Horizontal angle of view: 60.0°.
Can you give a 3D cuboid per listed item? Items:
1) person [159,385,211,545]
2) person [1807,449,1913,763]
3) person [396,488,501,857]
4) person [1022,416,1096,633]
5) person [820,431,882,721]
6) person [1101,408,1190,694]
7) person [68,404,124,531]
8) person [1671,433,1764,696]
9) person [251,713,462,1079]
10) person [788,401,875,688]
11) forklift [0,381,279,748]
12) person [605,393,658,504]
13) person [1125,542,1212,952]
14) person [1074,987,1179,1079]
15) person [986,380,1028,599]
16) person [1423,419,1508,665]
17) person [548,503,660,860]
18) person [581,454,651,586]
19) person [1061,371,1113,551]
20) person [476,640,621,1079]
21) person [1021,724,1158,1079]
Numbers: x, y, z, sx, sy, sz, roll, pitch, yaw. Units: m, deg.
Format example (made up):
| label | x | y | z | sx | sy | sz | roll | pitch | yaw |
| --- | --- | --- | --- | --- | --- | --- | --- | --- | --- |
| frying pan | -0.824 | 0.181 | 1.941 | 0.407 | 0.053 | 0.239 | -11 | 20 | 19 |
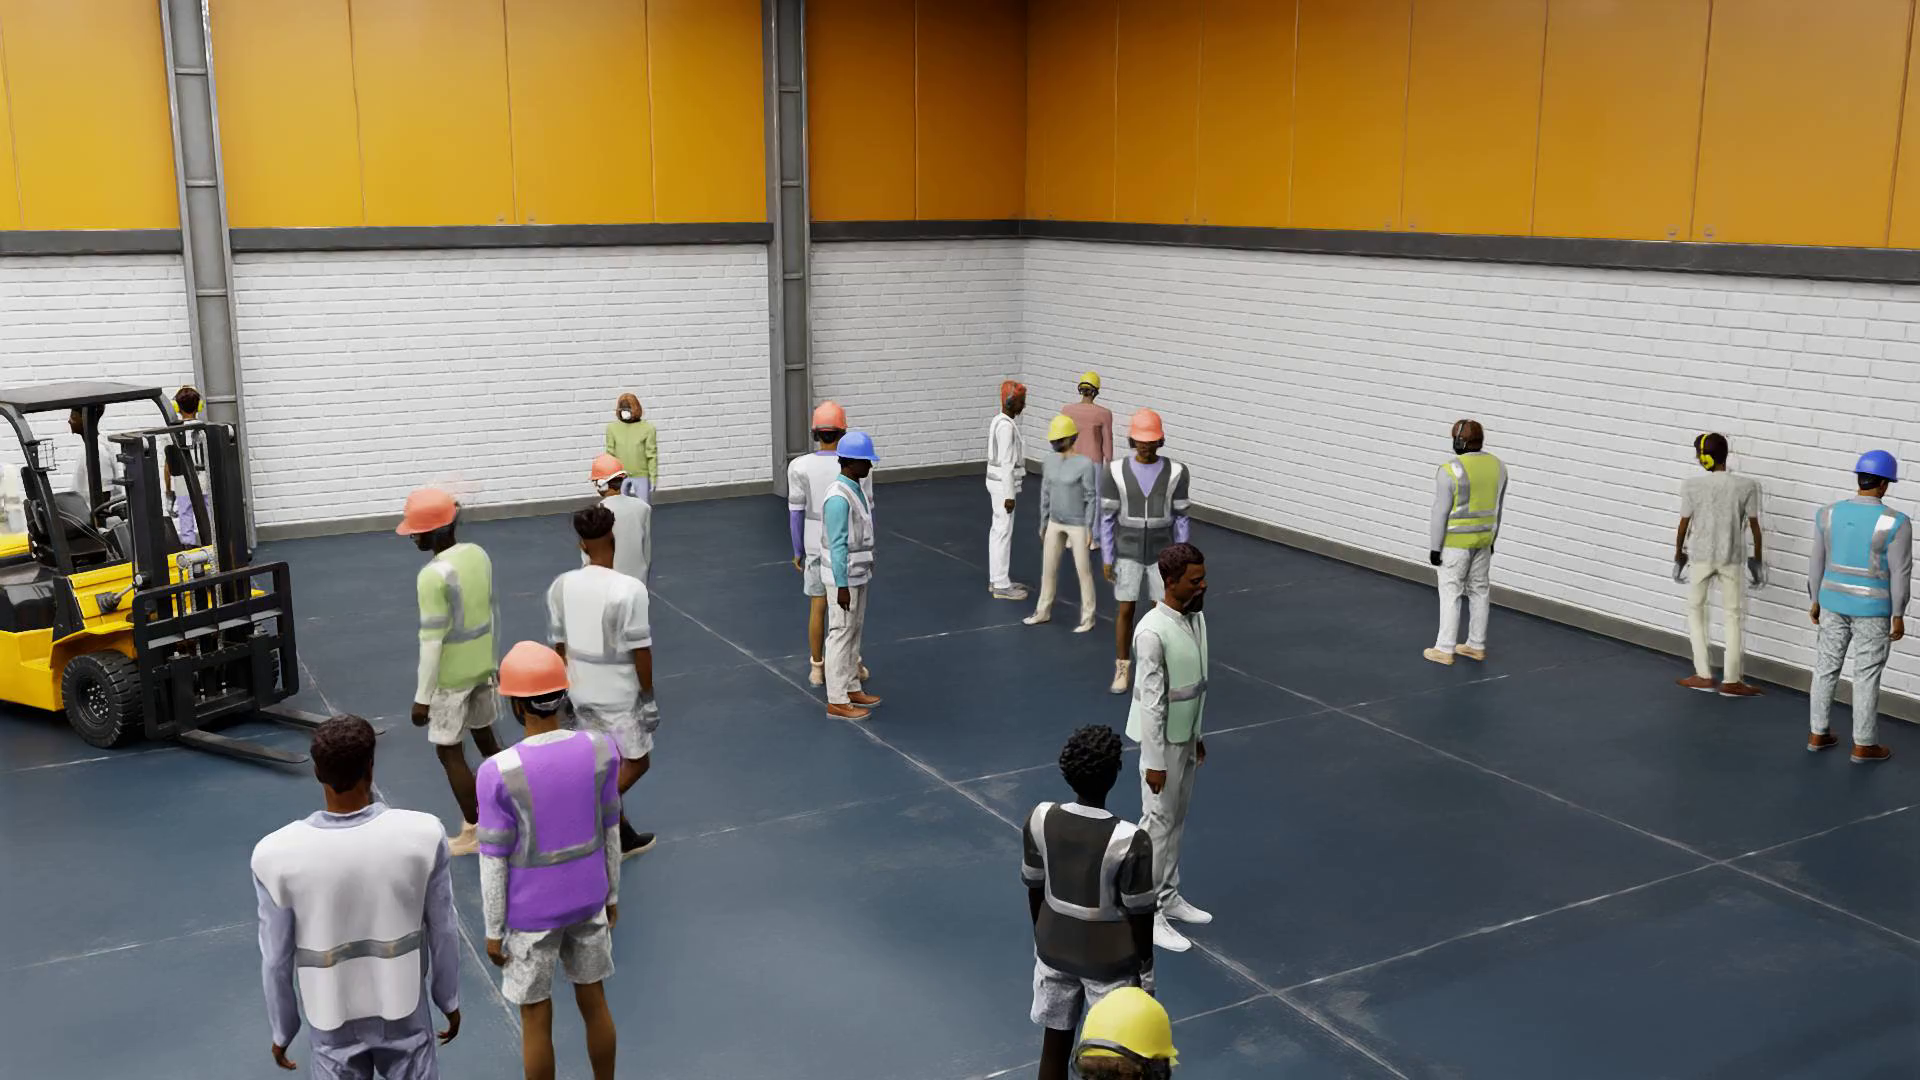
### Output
| label | x | y | z | sx | sy | sz | roll | pitch | yaw |
| --- | --- | --- | --- | --- | --- | --- | --- | --- | --- |
| person | -6.501 | -0.383 | 14.184 | 0.509 | 1.864 | 0.331 | -7 | 14 | -30 |
| person | 5.567 | 0.405 | 10.306 | 0.410 | 1.937 | 0.603 | -8 | 14 | -32 |
| person | -2.640 | 0.691 | 8.862 | 0.382 | 1.996 | 0.829 | 3 | 12 | 15 |
| person | 0.818 | -0.128 | 13.276 | 0.612 | 1.747 | 0.419 | 10 | 16 | 40 |
| person | -0.729 | 0.235 | 11.108 | 0.415 | 1.939 | 0.605 | 2 | 12 | 9 |
| person | 1.279 | 0.095 | 11.551 | 0.614 | 2.034 | 0.413 | 1 | 12 | 5 |
| person | -6.676 | -0.163 | 12.899 | 0.368 | 1.966 | 0.602 | -6 | 14 | -27 |
| person | 5.360 | 0.176 | 11.640 | 0.672 | 1.839 | 0.315 | 4 | 13 | 19 |
| person | -1.883 | 1.491 | 5.279 | 0.587 | 1.913 | 0.395 | -4 | 13 | -18 |
| person | -0.901 | 0.039 | 11.763 | 0.608 | 2.048 | 0.365 | 1 | 12 | 3 |
| forklift | -5.853 | 0.085 | 11.199 | 2.313 | 2.155 | 1.214 | 7 | 14 | 28 |
| person | -3.088 | -0.577 | 15.649 | 0.513 | 1.624 | 0.288 | 1 | 12 | 4 |
| person | 0.988 | 0.945 | 7.820 | 0.388 | 1.919 | 0.594 | 6 | 13 | 26 |
| person | 0.307 | 1.902 | 3.797 | 0.441 | 1.720 | 0.646 | -1 | 12 | -4 |
| person | 0.403 | -0.439 | 14.385 | 0.358 | 1.886 | 0.574 | -1 | 12 | -3 |
| person | 3.750 | 0.013 | 12.393 | 0.627 | 1.836 | 0.429 | -5 | 13 | -24 |
| person | -1.855 | 0.783 | 8.550 | 0.624 | 1.927 | 0.666 | 7 | 14 | 30 |
| person | -2.357 | 0.278 | 11.356 | 0.354 | 1.743 | 0.567 | 10 | 16 | 40 |
| person | 1.238 | -0.767 | 16.241 | 0.531 | 1.755 | 0.339 | 4 | 13 | 17 |
| person | -1.499 | 1.313 | 6.085 | 0.544 | 1.928 | 0.403 | -10 | 16 | -39 |
| person | 0.462 | 1.470 | 5.875 | 0.535 | 1.700 | 0.318 | 8 | 15 | 34 |
